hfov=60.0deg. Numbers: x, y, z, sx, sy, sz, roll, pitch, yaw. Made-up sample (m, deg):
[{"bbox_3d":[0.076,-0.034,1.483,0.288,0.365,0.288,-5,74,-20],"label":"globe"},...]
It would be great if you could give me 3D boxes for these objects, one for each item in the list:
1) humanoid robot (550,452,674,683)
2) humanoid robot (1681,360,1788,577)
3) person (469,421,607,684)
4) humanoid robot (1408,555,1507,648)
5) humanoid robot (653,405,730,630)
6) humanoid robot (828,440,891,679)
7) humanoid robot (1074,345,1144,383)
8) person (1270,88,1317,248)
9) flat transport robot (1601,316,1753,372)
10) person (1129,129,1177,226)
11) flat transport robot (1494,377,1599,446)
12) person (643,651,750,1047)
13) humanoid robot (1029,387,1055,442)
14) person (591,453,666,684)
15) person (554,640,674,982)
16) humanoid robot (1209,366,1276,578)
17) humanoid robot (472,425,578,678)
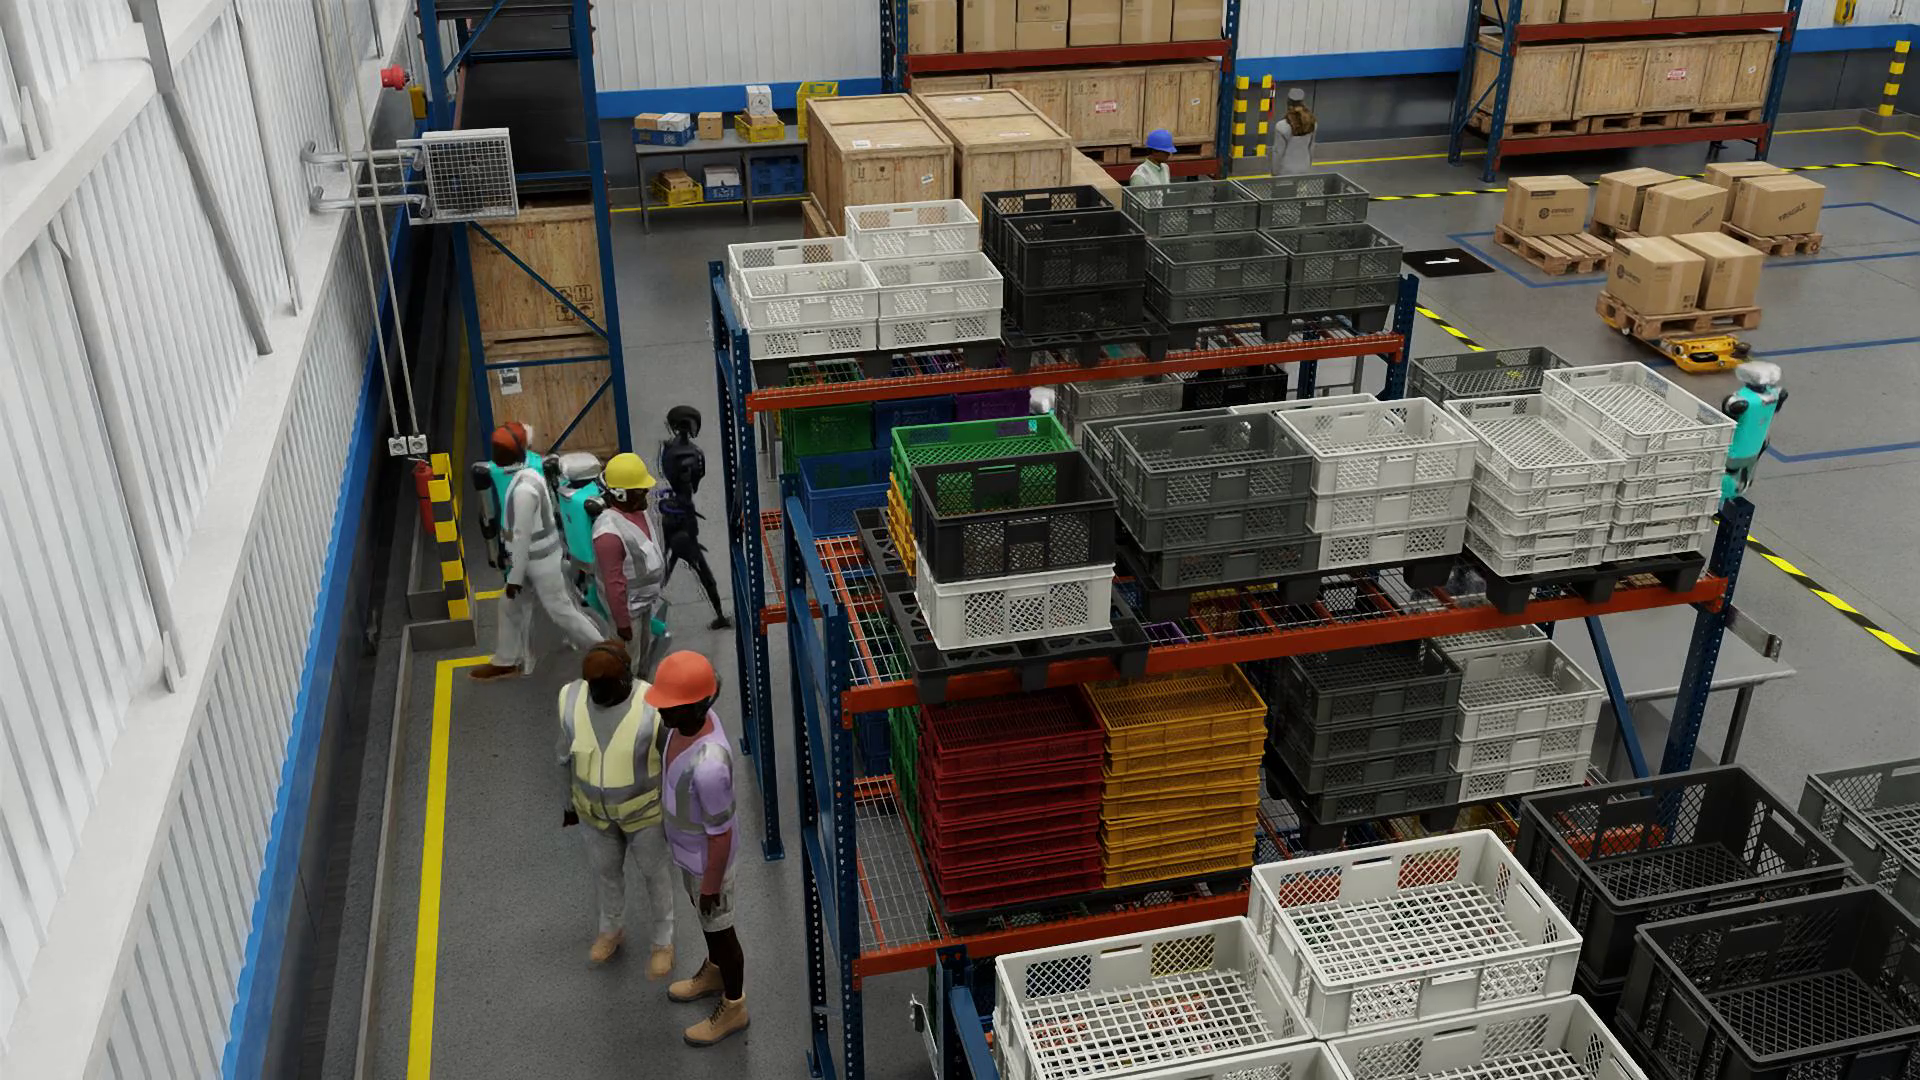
[{"bbox_3d":[-2.006,0.261,9.970,0.682,1.791,0.534,-22,35,-35],"label":"humanoid robot"},{"bbox_3d":[5.035,-0.489,11.256,0.533,1.678,0.735,-15,31,-26],"label":"humanoid robot"},{"bbox_3d":[-2.600,0.100,10.190,0.957,1.828,0.573,-9,29,-16],"label":"person"},{"bbox_3d":[2.755,0.696,9.230,0.609,1.628,0.654,6,28,11],"label":"humanoid robot"},{"bbox_3d":[-1.843,-0.116,10.824,0.784,1.636,0.589,-7,29,-13],"label":"humanoid robot"},{"bbox_3d":[-0.695,0.079,10.431,0.741,1.635,0.603,-21,34,-34],"label":"humanoid robot"},{"bbox_3d":[1.331,-1.882,14.038,1.030,1.723,0.562,19,33,32],"label":"humanoid robot"},{"bbox_3d":[3.586,-3.993,18.014,0.572,1.766,0.398,-16,32,-27],"label":"person"},{"bbox_3d":[6.777,-1.965,15.746,0.652,0.197,1.431,-6,28,-12],"label":"flat transport robot"},{"bbox_3d":[1.818,-2.955,15.866,0.412,1.939,0.602,18,33,30],"label":"person"},{"bbox_3d":[4.780,-1.036,14.013,0.659,0.231,1.431,-6,28,-12],"label":"flat transport robot"},{"bbox_3d":[-1.184,1.385,7.515,0.366,2.047,0.606,-10,30,-19],"label":"person"},{"bbox_3d":[0.305,-0.228,10.800,0.714,1.699,0.530,16,32,28],"label":"humanoid robot"},{"bbox_3d":[-1.919,0.326,9.766,0.405,1.823,0.589,2,28,4],"label":"person"},{"bbox_3d":[-1.614,1.285,7.949,0.642,1.841,0.466,5,28,9],"label":"person"},{"bbox_3d":[2.031,-0.422,11.387,0.775,1.623,0.585,0,28,0],"label":"humanoid robot"},{"bbox_3d":[-2.707,0.019,10.474,0.530,1.802,0.805,-6,28,-12],"label":"humanoid robot"}]
